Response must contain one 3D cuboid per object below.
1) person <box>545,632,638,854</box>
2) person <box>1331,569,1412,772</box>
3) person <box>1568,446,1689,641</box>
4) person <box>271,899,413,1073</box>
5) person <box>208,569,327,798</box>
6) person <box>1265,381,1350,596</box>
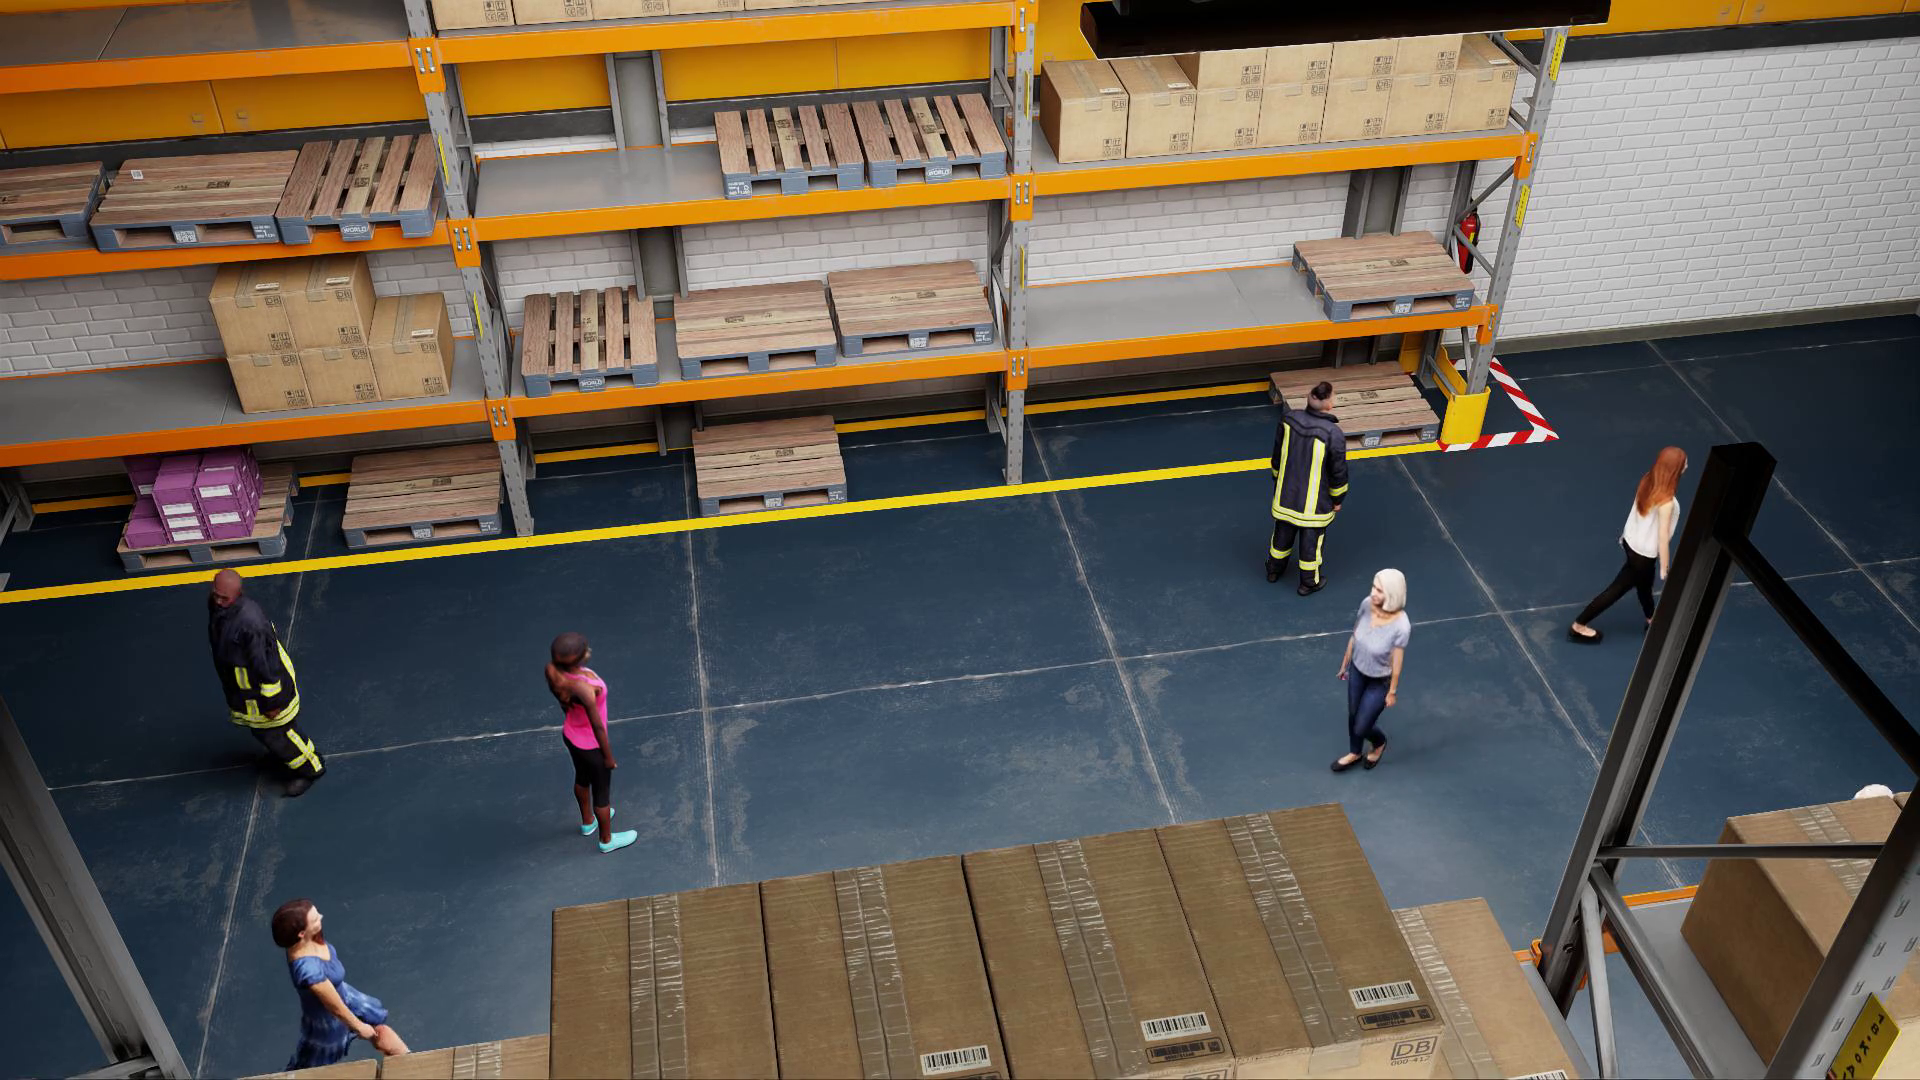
[{"bbox_3d":[-2.325,1.244,10.342,0.689,1.724,0.660,-28,46,-30],"label":"person"},{"bbox_3d":[2.752,0.856,10.838,0.716,1.712,0.685,-19,42,-22],"label":"person"},{"bbox_3d":[4.771,0.079,11.840,1.133,1.676,0.794,3,39,4],"label":"person"},{"bbox_3d":[-3.346,2.568,8.657,1.240,1.759,0.900,-20,43,-23],"label":"person"},{"bbox_3d":[-4.556,0.869,10.745,0.925,1.808,0.906,-19,43,-23],"label":"person"},{"bbox_3d":[2.565,-0.413,12.307,0.884,1.861,0.929,27,46,29],"label":"person"}]
